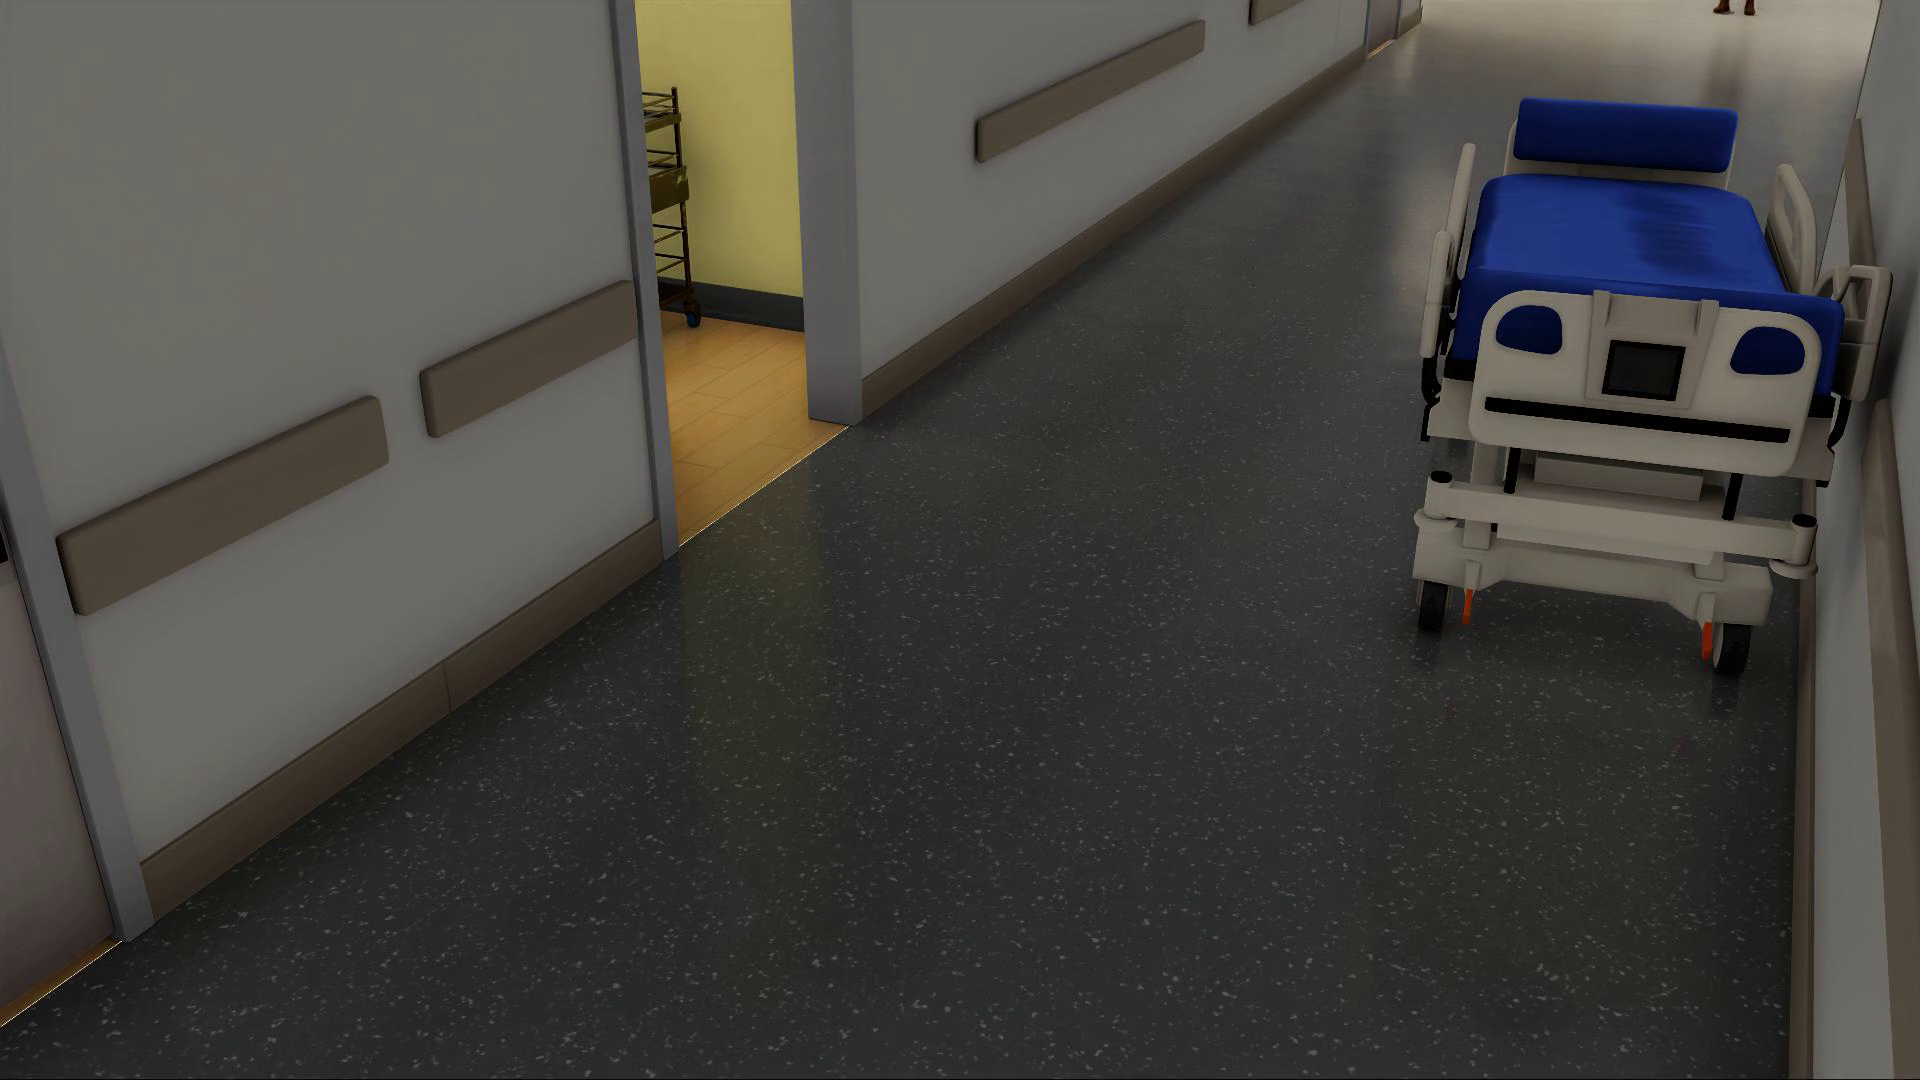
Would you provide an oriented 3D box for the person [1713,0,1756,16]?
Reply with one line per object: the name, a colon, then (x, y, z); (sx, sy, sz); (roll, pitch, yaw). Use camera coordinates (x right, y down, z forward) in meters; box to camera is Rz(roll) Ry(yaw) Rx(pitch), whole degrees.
person: (7.824, -6.072, 16.351); (0.494, 1.717, 0.680); (15, 29, 28)
